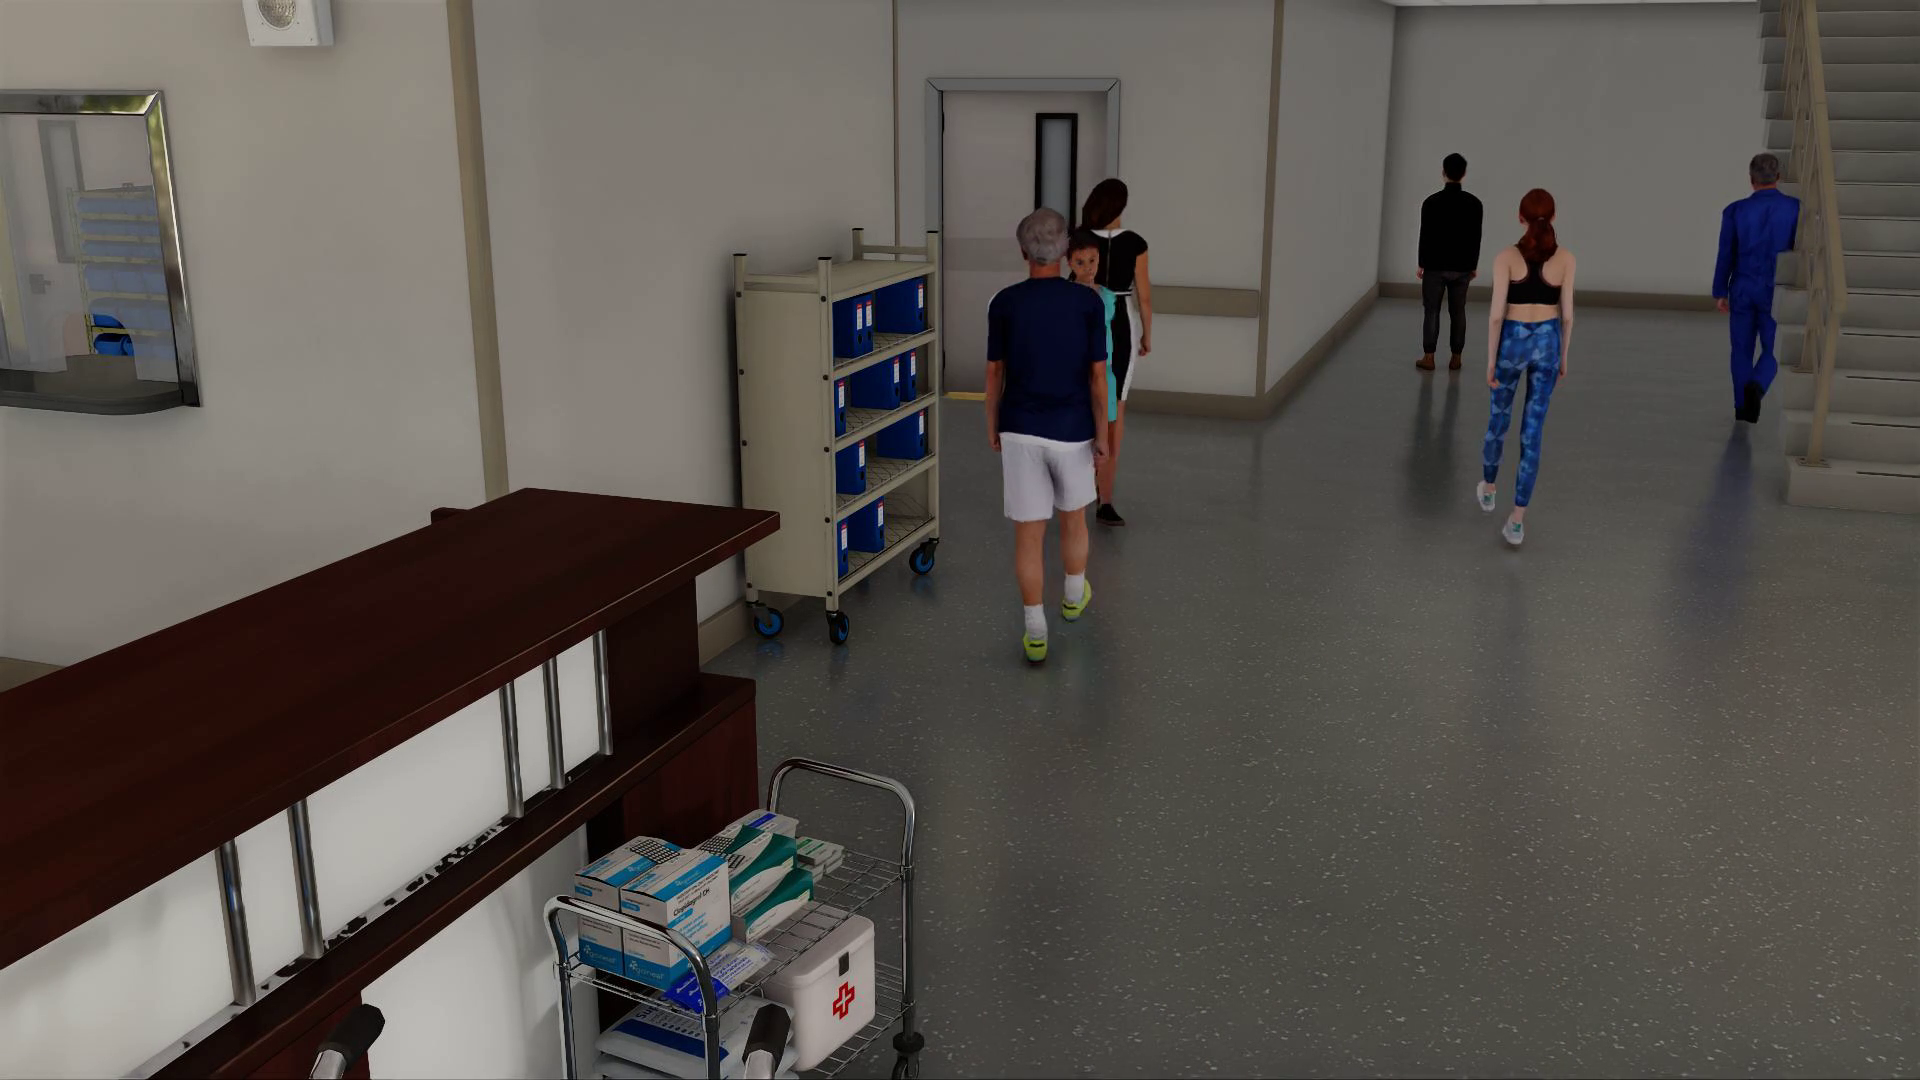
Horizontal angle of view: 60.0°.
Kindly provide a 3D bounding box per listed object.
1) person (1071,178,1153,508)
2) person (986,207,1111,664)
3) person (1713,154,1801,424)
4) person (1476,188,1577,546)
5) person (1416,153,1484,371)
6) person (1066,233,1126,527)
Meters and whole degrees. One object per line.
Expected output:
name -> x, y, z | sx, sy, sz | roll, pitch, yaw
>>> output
person -> 0.801, -1.021, 9.030 | 0.632, 1.749, 1.090 | 4, 16, 15
person -> 0.351, -0.395, 6.713 | 0.853, 1.803, 1.080 | 1, 16, 3
person -> 5.336, -1.631, 11.106 | 0.847, 1.797, 1.103 | 9, 18, 30
person -> 2.870, -0.839, 8.386 | 0.635, 1.748, 1.092 | 4, 16, 15
person -> 3.931, -2.239, 13.400 | 0.703, 1.724, 0.648 | 1, 16, 3
person -> 0.605, -0.838, 8.771 | 0.945, 1.538, 0.993 | -9, 18, -30
